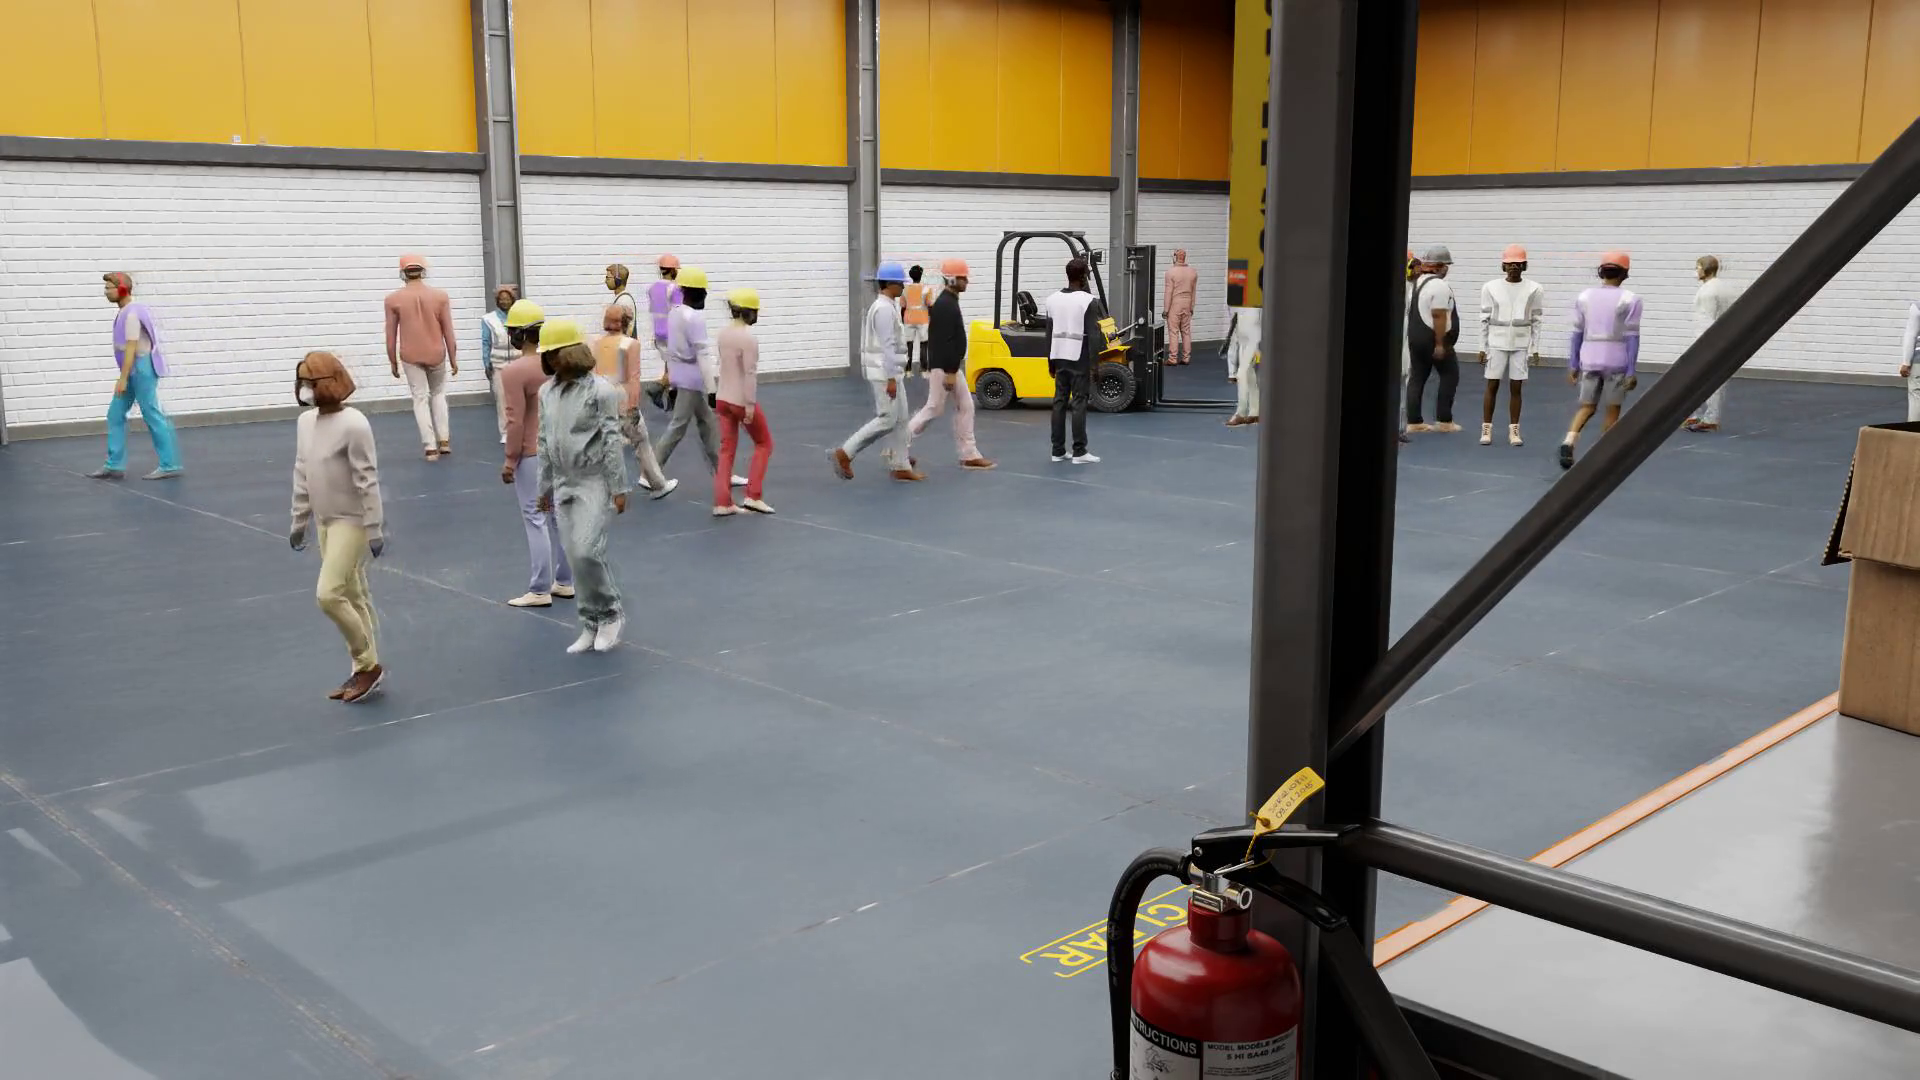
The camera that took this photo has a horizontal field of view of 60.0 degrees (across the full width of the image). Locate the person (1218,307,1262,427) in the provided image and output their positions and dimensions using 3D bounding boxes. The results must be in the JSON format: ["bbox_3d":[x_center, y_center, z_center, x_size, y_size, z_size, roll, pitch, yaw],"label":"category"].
[{"bbox_3d":[3.123,-2.190,18.630,0.740,1.841,0.600,-3,11,-18],"label":"person"}]

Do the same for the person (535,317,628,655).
[{"bbox_3d":[-1.940,-0.263,8.433,0.502,1.720,0.393,6,12,28],"label":"person"}]

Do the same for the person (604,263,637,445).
[{"bbox_3d":[-3.461,-1.892,16.994,0.339,1.845,0.514,-3,11,-15],"label":"person"}]

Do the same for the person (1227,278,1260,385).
[{"bbox_3d":[4.055,-3.194,23.839,0.376,1.940,0.629,-5,12,-26],"label":"person"}]

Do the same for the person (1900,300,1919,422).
[{"bbox_3d":[9.640,-1.797,16.539,0.591,1.826,0.403,-2,11,-9],"label":"person"}]

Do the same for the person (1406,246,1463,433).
[{"bbox_3d":[5.169,-2.158,17.910,0.703,2.000,0.713,-2,11,-13],"label":"person"}]

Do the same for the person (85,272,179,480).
[{"bbox_3d":[-7.253,-1.396,14.379,0.838,1.813,0.570,-8,13,-37],"label":"person"}]

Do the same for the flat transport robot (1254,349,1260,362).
[{"bbox_3d":[5.114,-3.153,28.168,0.652,0.197,1.431,1,10,7],"label":"flat transport robot"}]

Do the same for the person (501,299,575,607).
[{"bbox_3d":[-2.451,-0.493,9.580,0.322,1.769,0.523,5,11,24],"label":"person"}]

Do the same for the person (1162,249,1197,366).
[{"bbox_3d":[3.567,-3.803,27.250,0.651,1.906,0.409,-7,12,-33],"label":"person"}]

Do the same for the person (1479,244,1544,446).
[{"bbox_3d":[5.572,-1.968,16.866,0.605,2.045,0.387,3,11,14],"label":"person"}]

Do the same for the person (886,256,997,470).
[{"bbox_3d":[-0.195,-1.587,15.077,0.966,1.951,0.653,1,10,7],"label":"person"}]

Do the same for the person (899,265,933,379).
[{"bbox_3d":[-0.642,-3.227,24.707,0.535,1.695,0.318,3,11,18],"label":"person"}]

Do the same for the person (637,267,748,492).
[{"bbox_3d":[-2.253,-1.325,13.834,1.003,1.880,0.608,-5,11,-25],"label":"person"}]

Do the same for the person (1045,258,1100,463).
[{"bbox_3d":[1.051,-1.675,15.617,0.597,1.914,0.370,9,14,42],"label":"person"}]

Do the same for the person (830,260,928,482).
[{"bbox_3d":[-0.697,-1.423,14.250,0.750,1.925,0.620,1,10,3],"label":"person"}]

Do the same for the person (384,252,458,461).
[{"bbox_3d":[-5.145,-1.745,15.862,0.630,1.961,0.659,-5,11,-24],"label":"person"}]

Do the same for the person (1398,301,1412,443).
[{"bbox_3d":[4.365,-1.796,17.115,0.548,1.615,0.547,-5,12,-26],"label":"person"}]

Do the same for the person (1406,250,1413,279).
[{"bbox_3d":[6.345,-3.204,23.924,0.368,1.929,0.542,-5,11,-25],"label":"person"}]

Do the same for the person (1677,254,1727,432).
[{"bbox_3d":[7.997,-2.124,18.045,0.622,1.919,0.661,7,13,34],"label":"person"}]

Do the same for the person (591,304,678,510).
[{"bbox_3d":[-2.632,-1.049,13.062,0.527,1.586,0.878,6,12,31],"label":"person"}]

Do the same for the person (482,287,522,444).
[{"bbox_3d":[-4.614,-1.776,17.010,0.519,1.608,0.428,-4,11,-19],"label":"person"}]

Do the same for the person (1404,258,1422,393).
[{"bbox_3d":[5.924,-2.829,22.194,0.651,1.831,0.508,6,12,30],"label":"person"}]

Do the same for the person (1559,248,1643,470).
[{"bbox_3d":[5.643,-1.552,14.653,0.680,2.025,0.613,-10,14,-42],"label":"person"}]

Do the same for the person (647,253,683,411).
[{"bbox_3d":[-3.549,-2.481,20.020,0.546,1.923,0.602,8,13,38],"label":"person"}]

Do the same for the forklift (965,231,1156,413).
[{"bbox_3d":[1.222,-2.721,20.561,2.313,2.155,1.214,2,11,13],"label":"forklift"}]

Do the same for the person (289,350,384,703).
[{"bbox_3d":[-2.847,-0.052,7.573,0.516,1.615,0.410,9,14,40],"label":"person"}]

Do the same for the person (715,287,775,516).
[{"bbox_3d":[-1.641,-1.043,12.655,0.543,1.746,0.527,-10,14,-43],"label":"person"}]
